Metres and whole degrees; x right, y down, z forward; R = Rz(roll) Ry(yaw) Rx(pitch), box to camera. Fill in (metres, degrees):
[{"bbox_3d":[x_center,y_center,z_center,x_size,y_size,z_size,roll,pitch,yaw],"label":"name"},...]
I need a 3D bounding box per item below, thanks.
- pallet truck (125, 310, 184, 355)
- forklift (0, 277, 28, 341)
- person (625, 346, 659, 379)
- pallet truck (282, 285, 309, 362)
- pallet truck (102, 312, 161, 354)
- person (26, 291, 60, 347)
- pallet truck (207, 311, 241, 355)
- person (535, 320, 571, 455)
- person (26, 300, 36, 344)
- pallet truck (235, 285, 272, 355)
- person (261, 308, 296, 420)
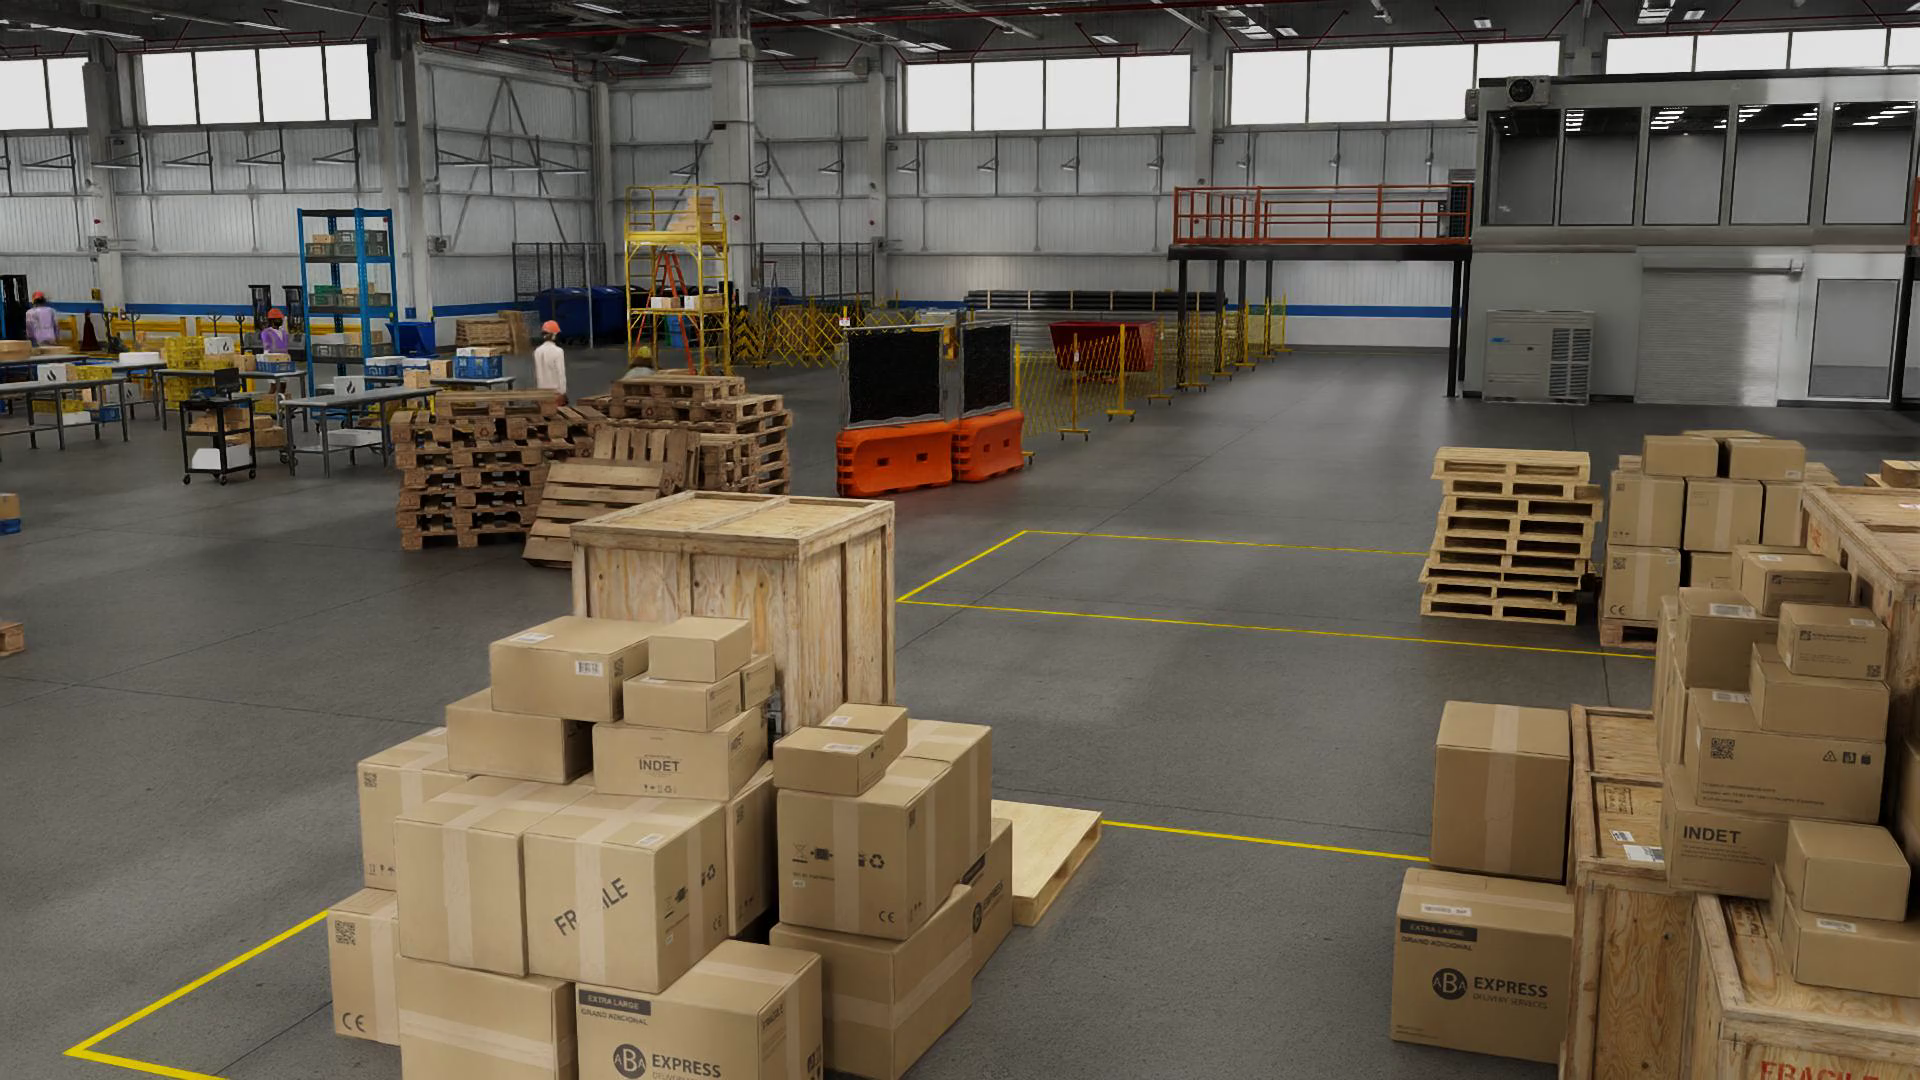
[{"bbox_3d":[-22.038,-5.665,45.457,0.704,1.261,1.522,3,11,17],"label":"pallet truck"},{"bbox_3d":[-27.151,-6.329,46.328,1.157,1.987,2.680,3,11,17],"label":"forklift"},{"bbox_3d":[-4.239,-1.706,22.038,0.495,1.700,0.733,2,10,11],"label":"person"},{"bbox_3d":[-17.147,-5.700,43.663,0.823,1.965,1.885,3,11,17],"label":"pallet truck"},{"bbox_3d":[-23.057,-5.777,46.261,0.680,1.201,1.601,3,11,19],"label":"pallet truck"},{"bbox_3d":[-20.149,-4.427,36.423,0.792,2.016,0.644,6,12,32],"label":"person"},{"bbox_3d":[-19.537,-5.575,44.913,0.653,1.274,1.630,3,11,19],"label":"pallet truck"},{"bbox_3d":[-5.727,-2.090,23.357,0.645,1.981,0.463,8,13,40],"label":"person"},{"bbox_3d":[-22.701,-5.108,40.980,0.309,1.769,0.524,6,12,29],"label":"person"},{"bbox_3d":[-18.327,-5.835,44.421,0.823,1.965,1.885,4,11,23],"label":"pallet truck"},{"bbox_3d":[-11.880,-3.068,28.989,0.340,1.942,0.551,4,11,19],"label":"person"}]
